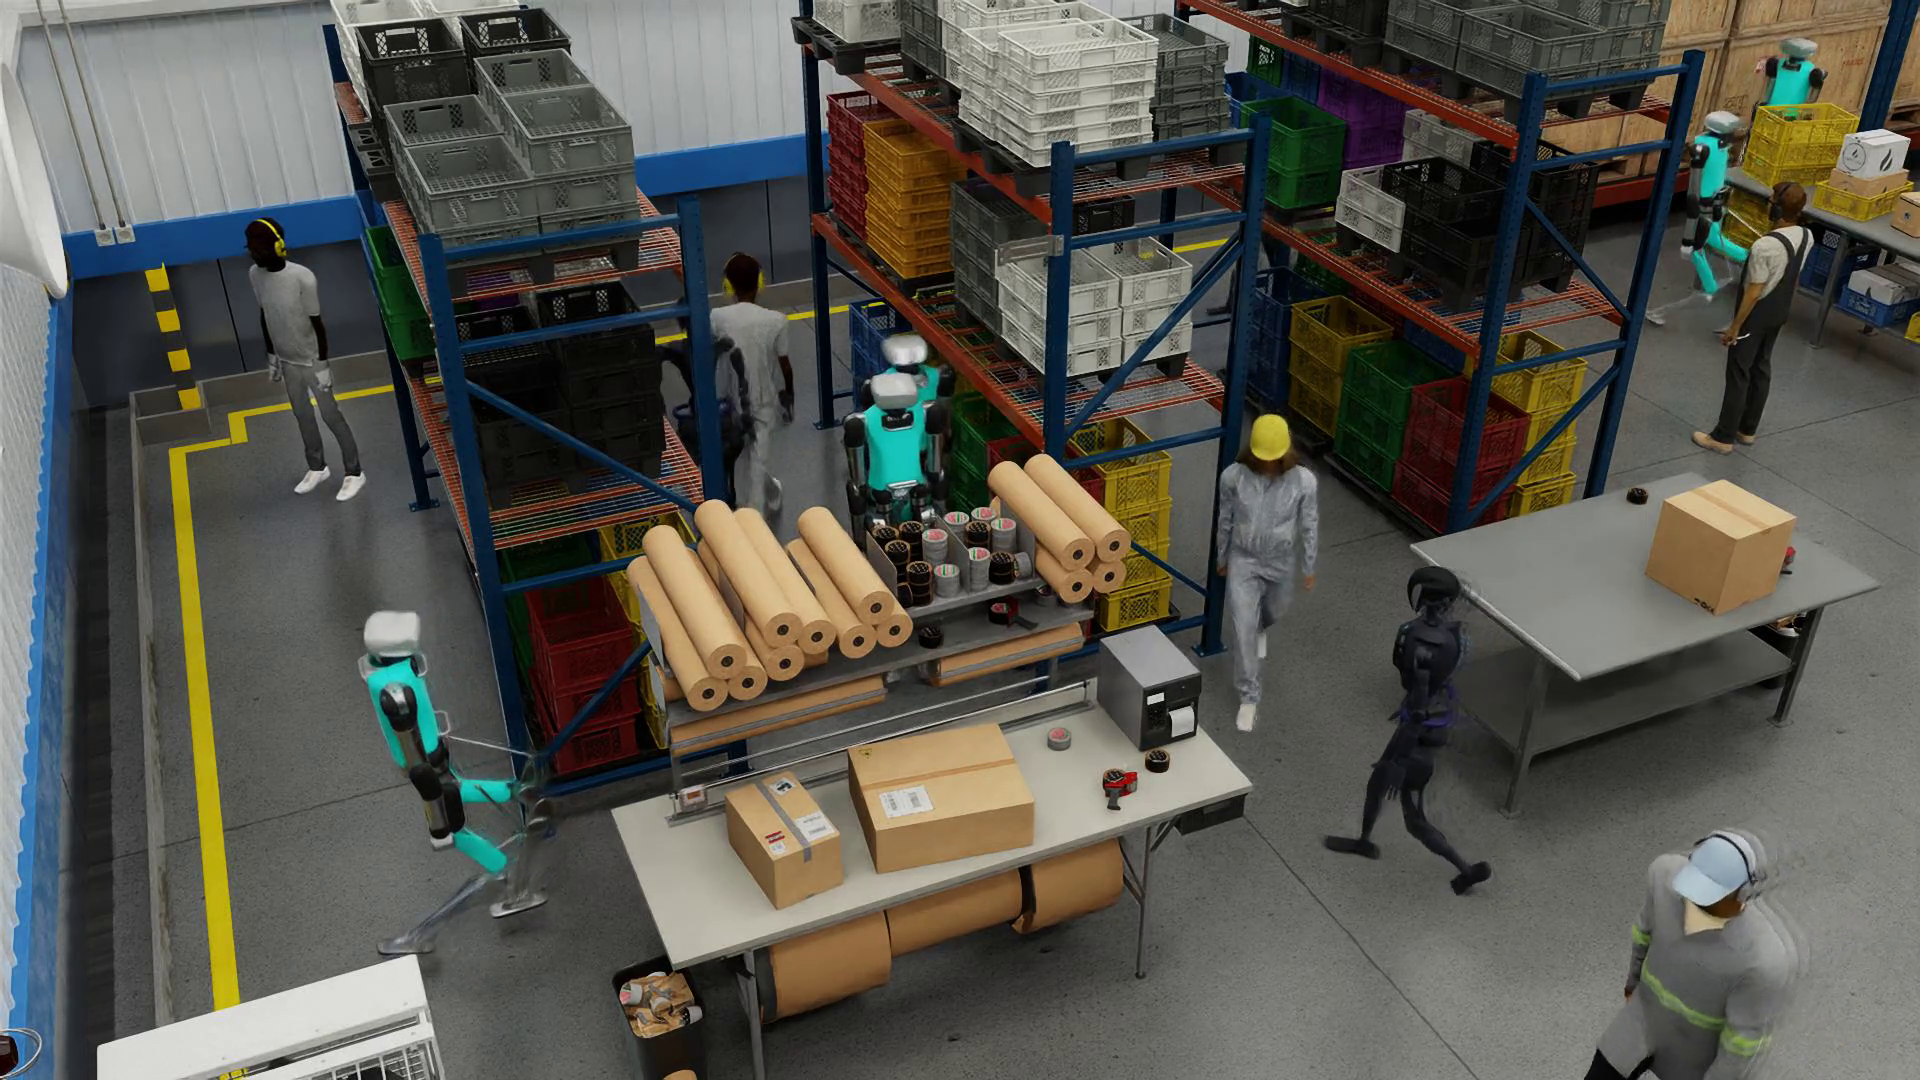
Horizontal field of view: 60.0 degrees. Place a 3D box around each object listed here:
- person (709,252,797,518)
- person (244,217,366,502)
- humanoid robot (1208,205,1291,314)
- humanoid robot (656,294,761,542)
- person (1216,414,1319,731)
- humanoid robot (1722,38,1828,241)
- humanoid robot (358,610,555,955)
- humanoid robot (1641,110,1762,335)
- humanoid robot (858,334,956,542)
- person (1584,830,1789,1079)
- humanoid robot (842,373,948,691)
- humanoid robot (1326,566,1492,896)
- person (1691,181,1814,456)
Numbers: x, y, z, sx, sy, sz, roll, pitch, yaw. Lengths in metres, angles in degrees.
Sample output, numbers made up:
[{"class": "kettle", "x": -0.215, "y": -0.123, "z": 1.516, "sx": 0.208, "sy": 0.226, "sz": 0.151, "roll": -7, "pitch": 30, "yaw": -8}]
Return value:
[{"class": "person", "x": -1.241, "y": -0.809, "z": 9.815, "sx": 0.530, "sy": 1.803, "sz": 0.971, "roll": 4, "pitch": 32, "yaw": 7}, {"class": "person", "x": -4.073, "y": -1.108, "z": 10.261, "sx": 0.496, "sy": 1.861, "sz": 0.336, "roll": 11, "pitch": 33, "yaw": 17}, {"class": "humanoid robot", "x": 2.348, "y": -2.464, "z": 12.688, "sx": 0.788, "sy": 1.644, "sz": 0.585, "roll": -7, "pitch": 32, "yaw": -12}, {"class": "humanoid robot", "x": -1.469, "y": -0.632, "z": 9.653, "sx": 0.608, "sy": 1.640, "sz": 0.401, "roll": -7, "pitch": 32, "yaw": -11}, {"class": "person", "x": 1.553, "y": 0.059, "z": 8.497, "sx": 0.530, "sy": 1.700, "sz": 0.812, "roll": 4, "pitch": 32, "yaw": 7}, {"class": "humanoid robot", "x": 6.651, "y": -3.252, "z": 13.888, "sx": 1.029, "sy": 1.762, "sz": 0.536, "roll": -16, "pitch": 35, "yaw": -24}, {"class": "humanoid robot", "x": -2.063, "y": 1.008, "z": 6.922, "sx": 0.967, "sy": 1.737, "sz": 0.548, "roll": -13, "pitch": 34, "yaw": -20}, {"class": "humanoid robot", "x": 5.638, "y": -2.236, "z": 12.235, "sx": 1.038, "sy": 1.754, "sz": 0.548, "roll": 26, "pitch": 40, "yaw": 36}, {"class": "humanoid robot", "x": -0.391, "y": -0.372, "z": 9.242, "sx": 0.532, "sy": 1.849, "sz": 0.808, "roll": -14, "pitch": 34, "yaw": -21}, {"class": "person", "x": 2.410, "y": 1.709, "z": 5.729, "sx": 0.958, "sy": 1.798, "sz": 0.603, "roll": -14, "pitch": 34, "yaw": -22}, {"class": "humanoid robot", "x": -0.258, "y": 0.035, "z": 8.456, "sx": 0.530, "sy": 1.744, "sz": 0.657, "roll": -10, "pitch": 33, "yaw": -16}, {"class": "humanoid robot", "x": 2.066, "y": 0.844, "z": 7.308, "sx": 0.743, "sy": 1.646, "sz": 0.615, "roll": 10, "pitch": 33, "yaw": 16}, {"class": "person", "x": 5.171, "y": -1.428, "z": 10.785, "sx": 0.514, "sy": 1.844, "sz": 0.330, "roll": -17, "pitch": 35, "yaw": -25}]
